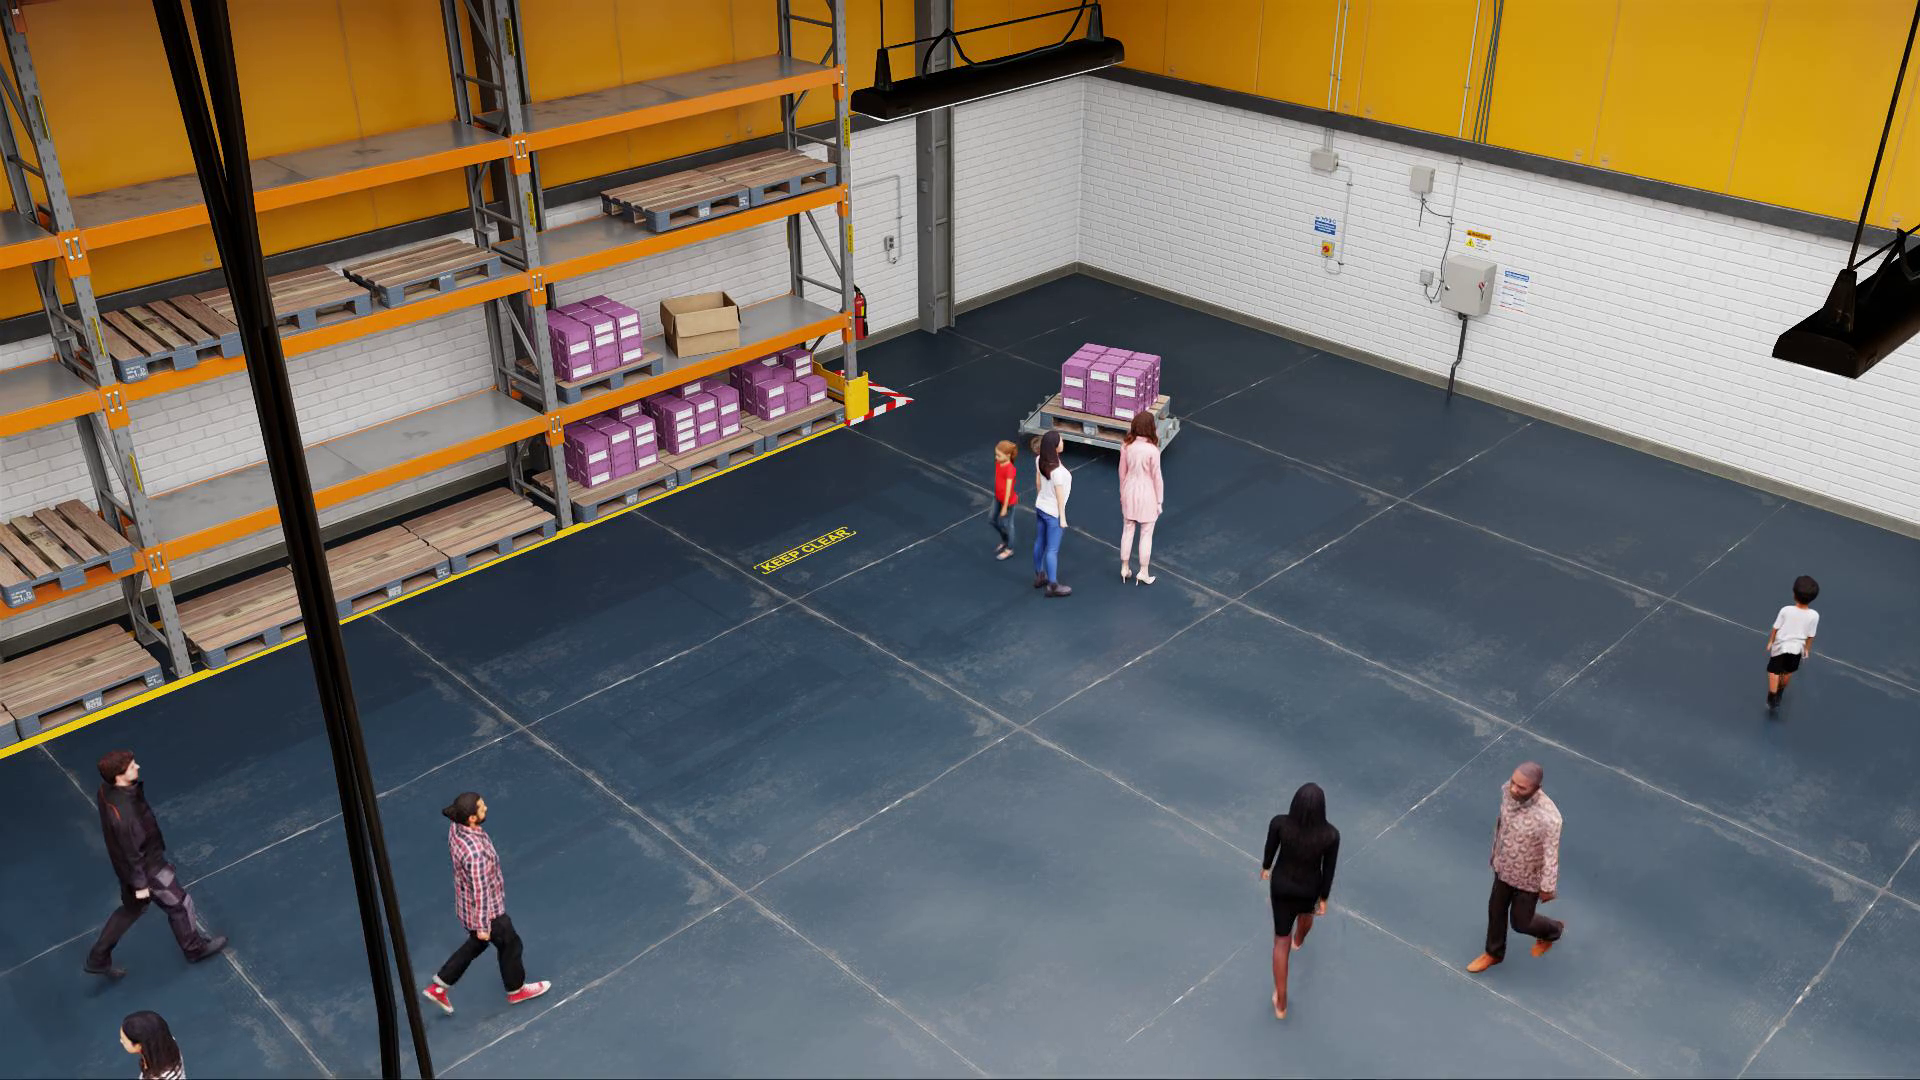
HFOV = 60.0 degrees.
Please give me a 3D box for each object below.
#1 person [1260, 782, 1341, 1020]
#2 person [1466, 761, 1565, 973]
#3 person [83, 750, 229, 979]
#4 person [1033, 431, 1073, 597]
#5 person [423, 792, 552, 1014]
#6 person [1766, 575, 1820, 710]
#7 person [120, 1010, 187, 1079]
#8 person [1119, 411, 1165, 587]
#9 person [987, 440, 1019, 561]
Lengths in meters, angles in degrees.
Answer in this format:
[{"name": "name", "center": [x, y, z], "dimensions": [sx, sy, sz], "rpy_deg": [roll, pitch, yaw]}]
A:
[{"name": "person", "center": [2.208, 2.382, 10.985], "dimensions": [1.052, 1.669, 1.253], "rpy_deg": [6, 29, 11]}, {"name": "person", "center": [3.863, 2.183, 11.245], "dimensions": [1.032, 1.769, 0.872], "rpy_deg": [-13, 31, -22]}, {"name": "person", "center": [-5.595, 2.215, 11.144], "dimensions": [1.106, 1.810, 0.731], "rpy_deg": [-24, 37, -37]}, {"name": "person", "center": [0.855, -0.253, 15.799], "dimensions": [0.629, 1.685, 0.660], "rpy_deg": [-13, 31, -23]}, {"name": "person", "center": [-3.200, 2.410, 10.860], "dimensions": [1.092, 1.739, 0.825], "rpy_deg": [-18, 33, -29]}, {"name": "person", "center": [7.062, 0.897, 14.144], "dimensions": [0.683, 1.250, 0.828], "rpy_deg": [9, 30, 15]}, {"name": "person", "center": [-4.307, 3.287, 9.194], "dimensions": [0.665, 1.795, 0.664], "rpy_deg": [-9, 30, -16]}, {"name": "person", "center": [1.715, -0.391, 15.929], "dimensions": [0.650, 1.803, 0.587], "rpy_deg": [17, 33, 29]}, {"name": "person", "center": [0.506, -0.412, 16.491], "dimensions": [0.566, 1.301, 0.540], "rpy_deg": [-15, 32, -25]}]
